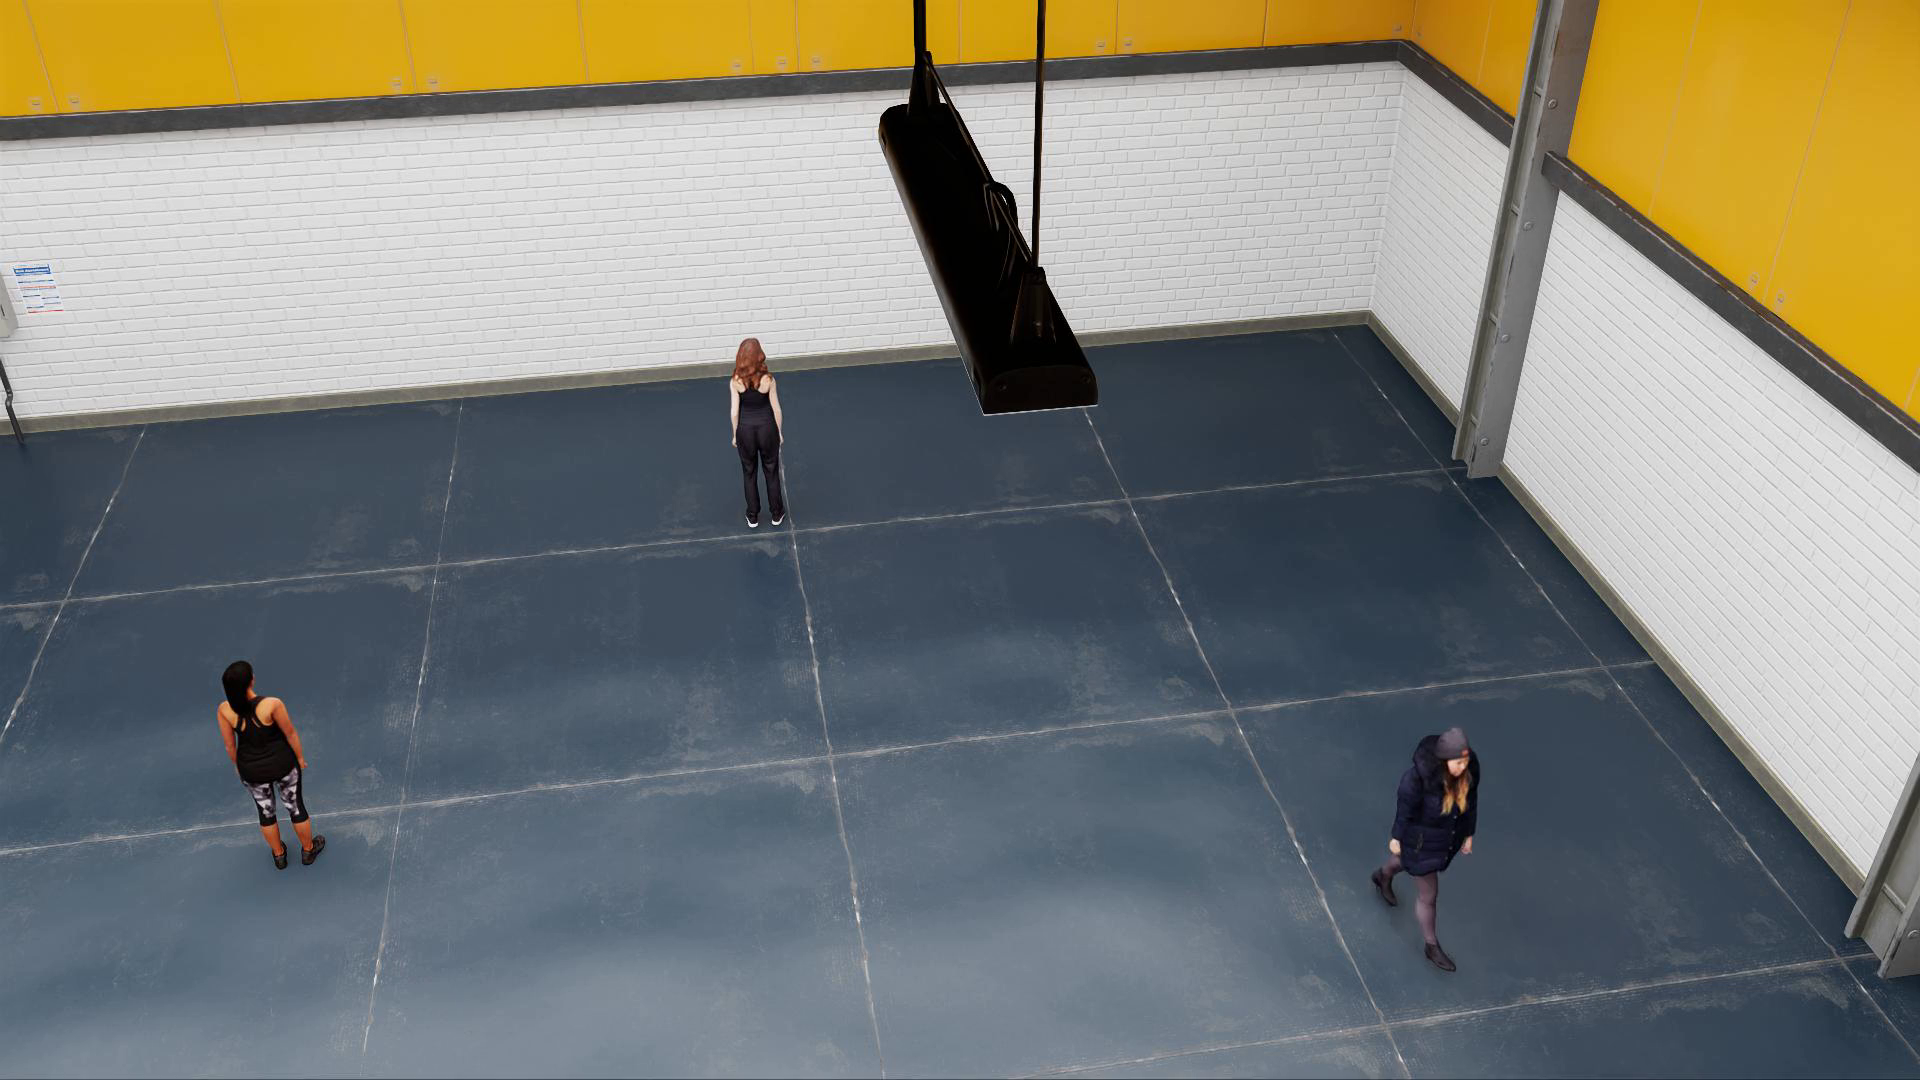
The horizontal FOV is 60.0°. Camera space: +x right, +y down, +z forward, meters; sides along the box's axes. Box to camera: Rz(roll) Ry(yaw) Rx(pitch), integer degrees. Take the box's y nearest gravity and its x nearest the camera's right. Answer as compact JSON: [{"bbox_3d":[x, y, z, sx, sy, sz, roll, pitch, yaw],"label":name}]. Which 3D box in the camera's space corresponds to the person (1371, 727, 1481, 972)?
[{"bbox_3d":[2.824,1.767,10.197,0.827,1.632,1.174,-13,36,-18],"label":"person"}]

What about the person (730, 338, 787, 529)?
[{"bbox_3d":[-1.730,-0.910,14.121,0.597,1.746,0.518,-3,34,-5],"label":"person"}]

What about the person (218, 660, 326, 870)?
[{"bbox_3d":[-4.447,1.432,10.675,0.578,1.661,0.494,-6,34,-9],"label":"person"}]
